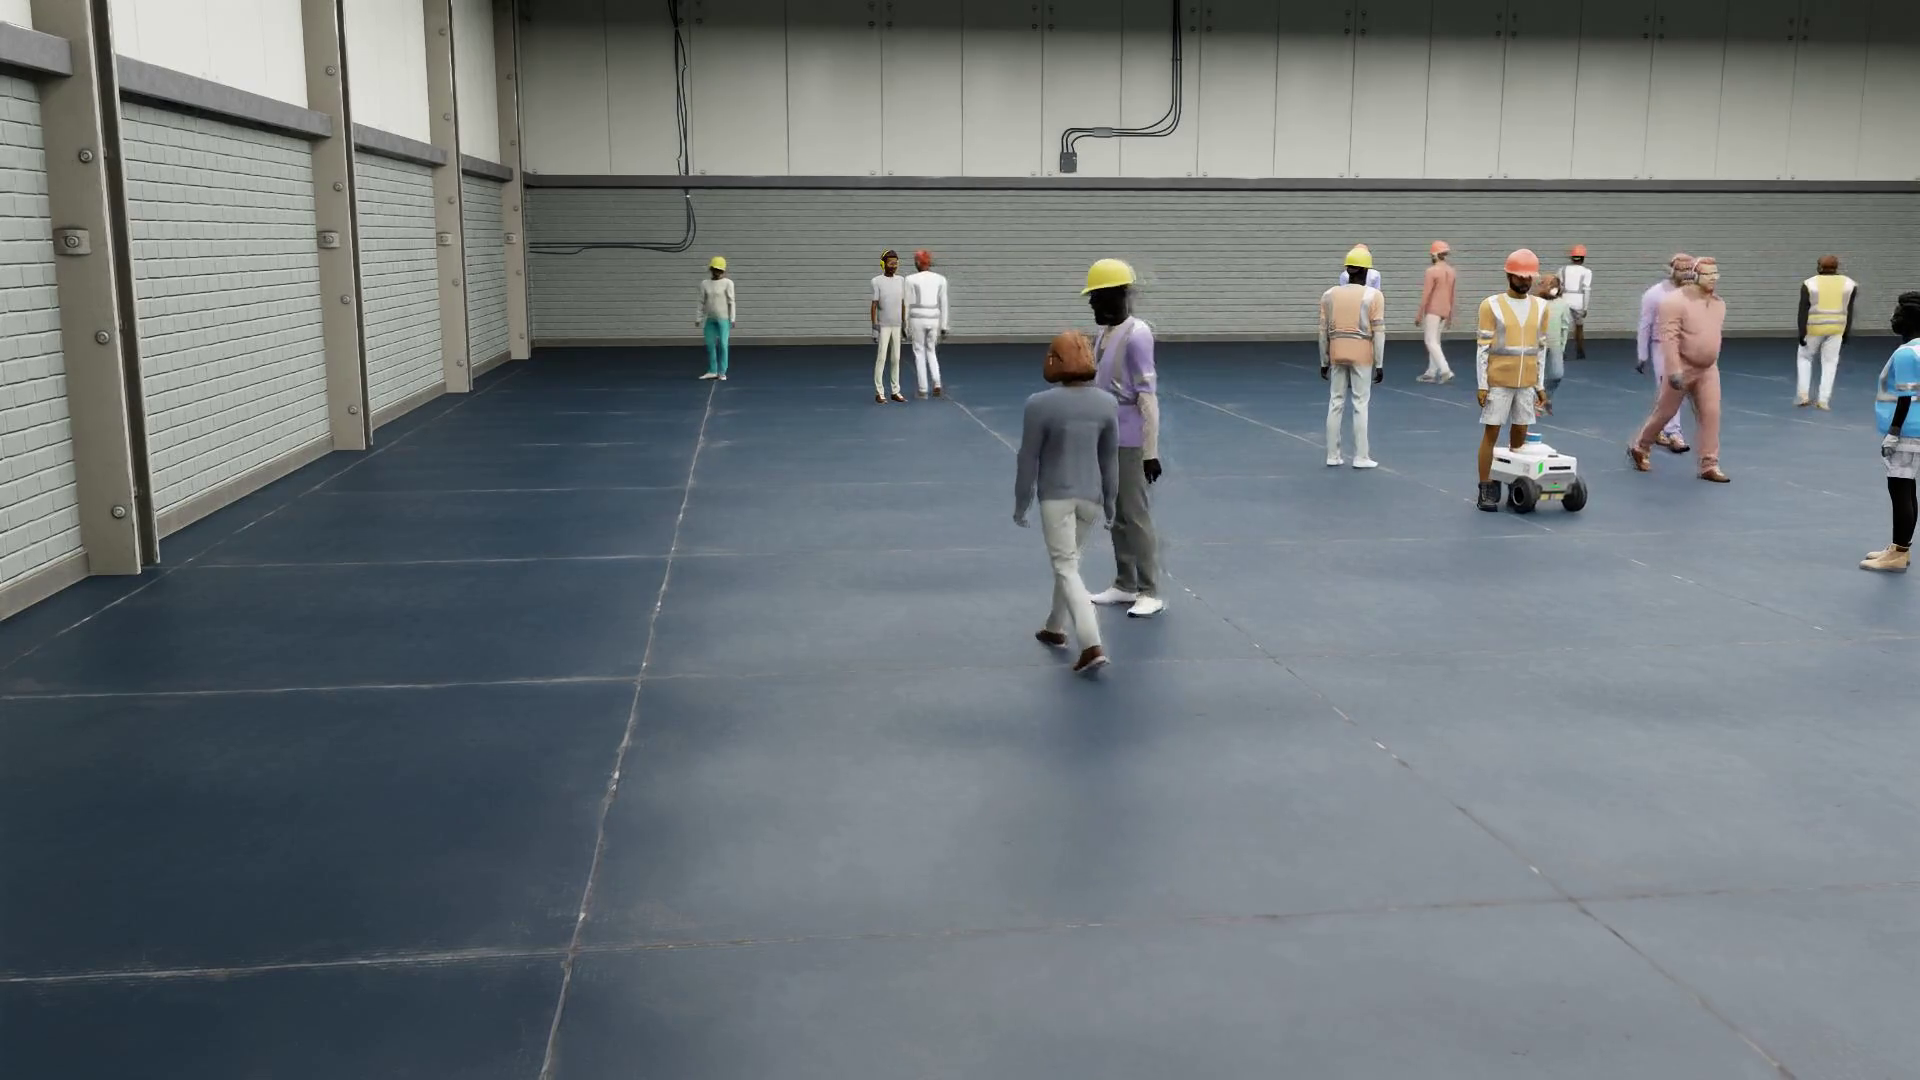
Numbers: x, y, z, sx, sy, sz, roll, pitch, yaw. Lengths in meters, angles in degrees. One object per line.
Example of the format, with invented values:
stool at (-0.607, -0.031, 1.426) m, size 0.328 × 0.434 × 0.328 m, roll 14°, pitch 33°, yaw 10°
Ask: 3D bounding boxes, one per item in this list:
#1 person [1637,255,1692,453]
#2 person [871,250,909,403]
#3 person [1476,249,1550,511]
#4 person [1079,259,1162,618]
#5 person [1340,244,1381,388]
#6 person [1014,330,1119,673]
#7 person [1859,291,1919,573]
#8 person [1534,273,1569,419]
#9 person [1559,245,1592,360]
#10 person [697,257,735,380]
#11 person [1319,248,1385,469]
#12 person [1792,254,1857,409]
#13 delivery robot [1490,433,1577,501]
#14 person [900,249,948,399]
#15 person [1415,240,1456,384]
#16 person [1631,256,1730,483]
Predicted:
person at (6.836, -1.782, 15.852) m, size 0.666 × 1.853 × 0.991 m, roll 0°, pitch 10°, yaw -2°
person at (-0.857, -2.600, 20.331) m, size 0.513 × 1.861 × 0.314 m, roll -8°, pitch 13°, yaw -37°
person at (4.084, -1.171, 12.289) m, size 0.543 × 1.934 × 0.362 m, roll -1°, pitch 10°, yaw -8°
person at (0.881, -0.543, 8.963) m, size 0.436 × 1.893 × 0.704 m, roll -3°, pitch 11°, yaw -17°
person at (5.344, -2.996, 22.309) m, size 0.542 × 1.929 × 0.369 m, roll 0°, pitch 10°, yaw 2°
person at (0.524, -0.194, 7.887) m, size 0.507 × 1.596 × 0.864 m, roll -5°, pitch 12°, yaw -27°
person at (5.718, -0.654, 10.094) m, size 0.318 × 1.700 × 0.535 m, roll 8°, pitch 13°, yaw 36°
person at (6.532, -2.149, 18.526) m, size 0.503 × 1.623 × 0.350 m, roll -1°, pitch 10°, yaw -3°
person at (10.071, -3.888, 27.315) m, size 0.550 × 1.912 × 0.867 m, roll 8°, pitch 13°, yaw 39°
person at (-3.465, -3.127, 23.552) m, size 0.636 × 1.744 × 0.365 m, roll 4°, pitch 11°, yaw 23°
person at (3.444, -1.588, 14.589) m, size 0.594 × 1.924 × 0.382 m, roll 8°, pitch 13°, yaw 36°
person at (10.210, -2.461, 19.690) m, size 0.635 × 1.823 × 0.620 m, roll 2°, pitch 11°, yaw 12°
delivery robot at (4.276, -0.553, 12.425) m, size 0.477 × 0.478 × 0.707 m, roll -3°, pitch 11°, yaw -14°
person at (-0.458, -2.692, 20.824) m, size 0.575 × 1.866 × 0.407 m, roll -5°, pitch 12°, yaw -26°
person at (6.602, -3.136, 23.008) m, size 0.636 × 2.017 × 0.633 m, roll -9°, pitch 14°, yaw -41°
person at (6.132, -1.455, 14.037) m, size 0.633 × 1.871 × 0.967 m, roll -3°, pitch 11°, yaw -13°
